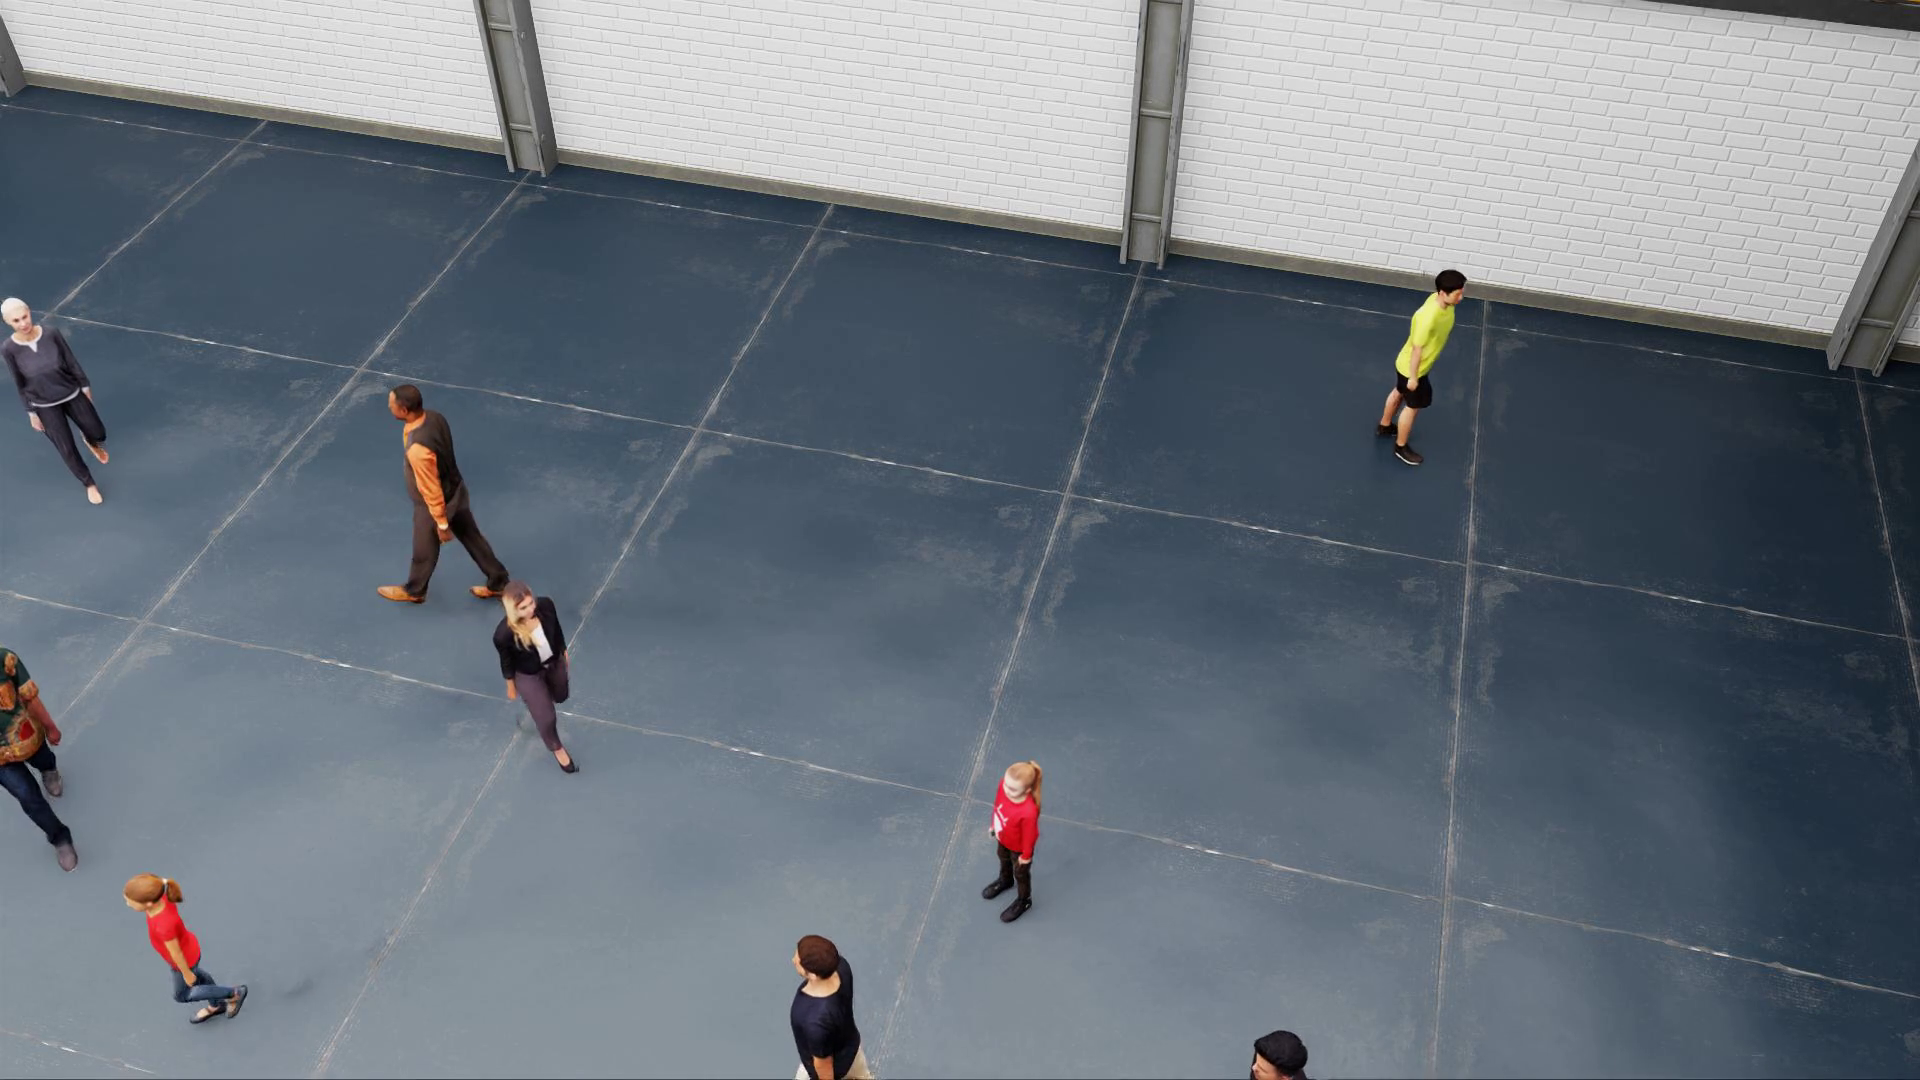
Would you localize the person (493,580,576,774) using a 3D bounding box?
[{"bbox_3d":[-2.649,0.786,10.304,0.944,1.650,0.819,28,50,26],"label":"person"}]

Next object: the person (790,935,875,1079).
[{"bbox_3d":[-0.556,2.581,8.300,1.098,1.815,0.680,10,44,10],"label":"person"}]

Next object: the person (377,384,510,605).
[{"bbox_3d":[-3.403,-0.262,11.243,1.233,1.872,0.911,0,44,0],"label":"person"}]

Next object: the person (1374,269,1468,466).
[{"bbox_3d":[3.425,-1.368,12.537,0.752,1.689,0.695,15,46,15],"label":"person"}]

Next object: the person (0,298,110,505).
[{"bbox_3d":[-6.656,-1.079,12.213,0.866,1.717,0.940,-27,50,-26],"label":"person"}]

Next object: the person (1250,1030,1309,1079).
[{"bbox_3d":[1.610,2.900,7.939,0.851,1.852,0.842,-8,44,-8],"label":"person"}]

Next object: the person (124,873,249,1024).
[{"bbox_3d":[-4.173,2.223,9.051,0.691,1.297,0.631,-22,48,-22],"label":"person"}]

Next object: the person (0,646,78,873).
[{"bbox_3d":[-5.662,1.106,9.878,1.147,1.775,1.251,-26,49,-24],"label":"person"}]

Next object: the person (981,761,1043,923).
[{"bbox_3d":[0.328,1.710,9.601,0.642,1.282,0.578,-24,49,-23],"label":"person"}]
